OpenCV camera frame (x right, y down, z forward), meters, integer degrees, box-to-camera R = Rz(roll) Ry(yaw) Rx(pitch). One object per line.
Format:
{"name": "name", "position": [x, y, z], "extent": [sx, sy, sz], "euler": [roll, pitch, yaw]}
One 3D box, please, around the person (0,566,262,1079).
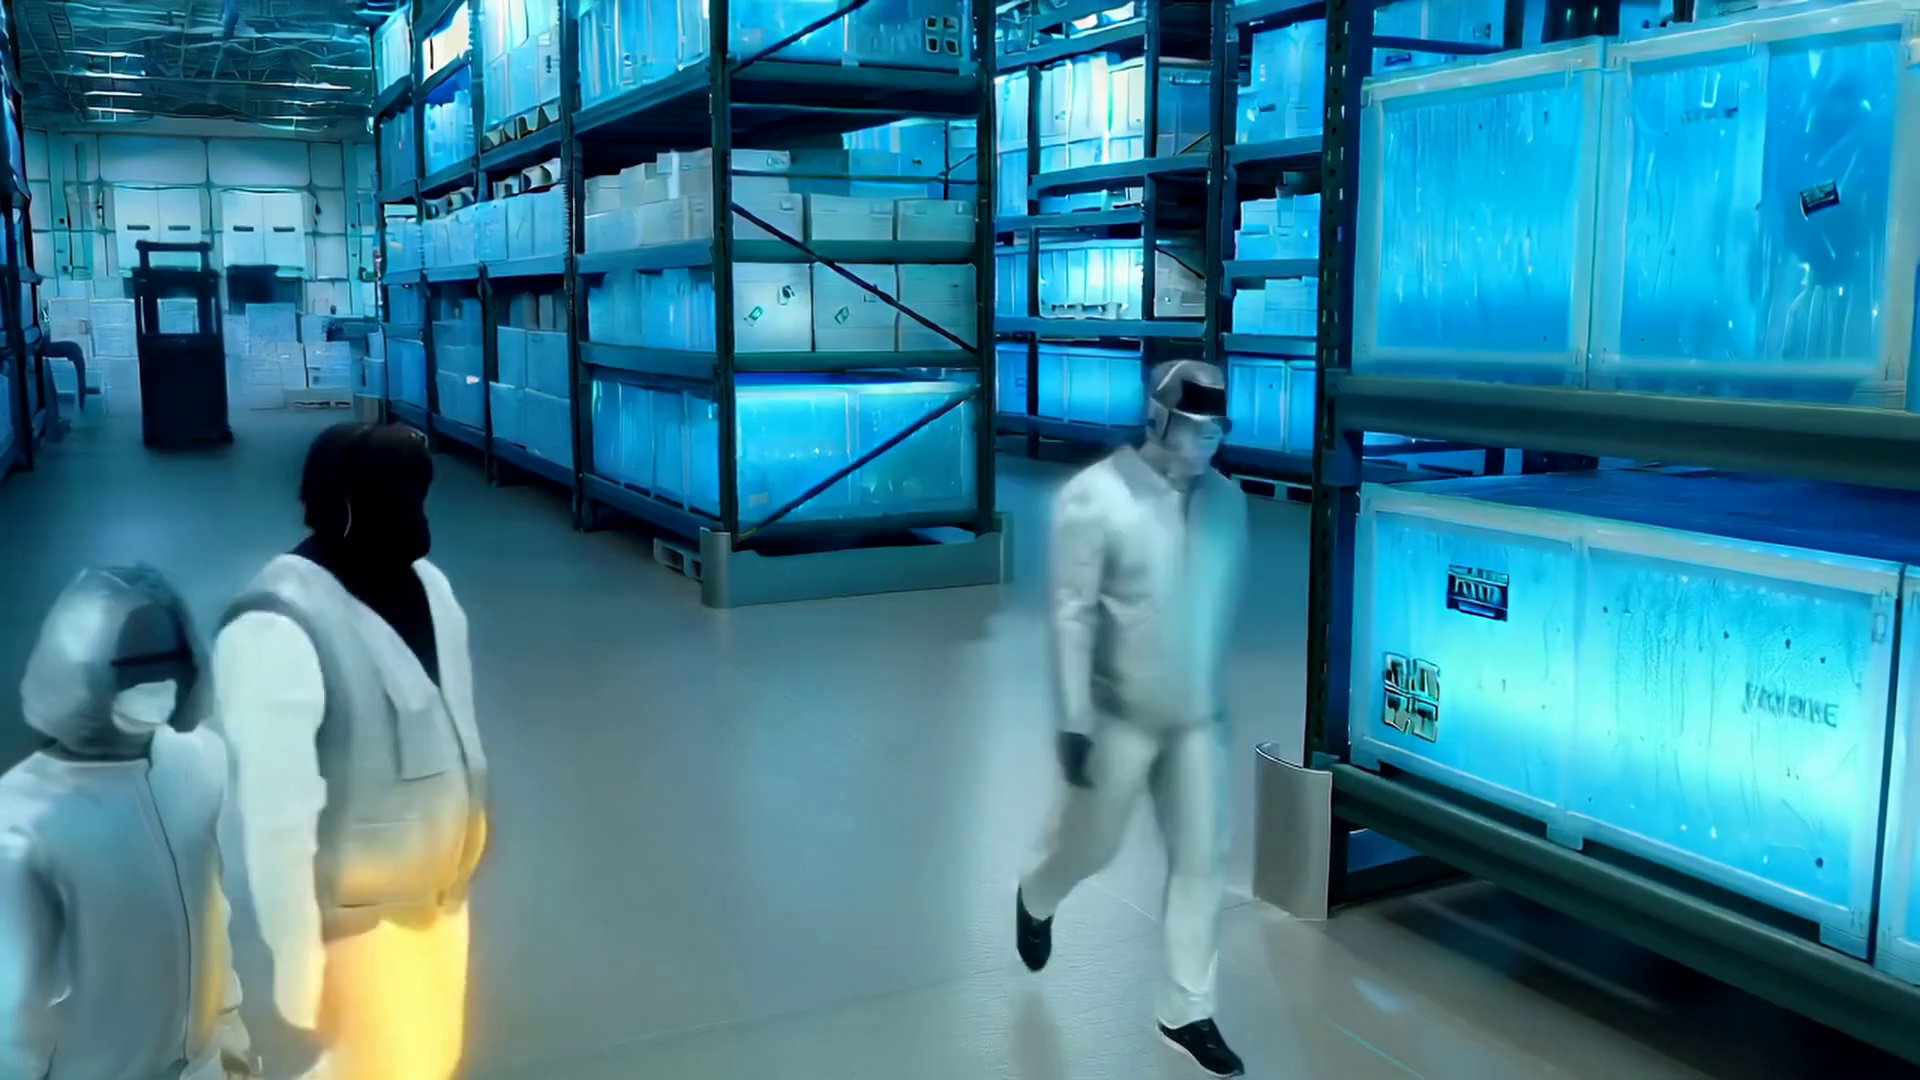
{"name": "person", "position": [-1.254, 0.845, 2.541], "extent": [0.276, 1.631, 0.507], "euler": [2, 8, 11]}

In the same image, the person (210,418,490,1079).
{"name": "person", "position": [-1.196, 0.664, 3.212], "extent": [0.689, 1.811, 0.632], "euler": [2, 8, 13]}

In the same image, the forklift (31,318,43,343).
{"name": "forklift", "position": [-30.587, -7.279, 54.283], "extent": [1.129, 2.768, 1.873], "euler": [-4, 9, -26]}

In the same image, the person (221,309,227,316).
{"name": "person", "position": [-24.786, -6.958, 56.211], "extent": [0.626, 1.682, 0.540], "euler": [3, 9, 23]}

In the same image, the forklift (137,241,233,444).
{"name": "forklift", "position": [-11.065, -2.828, 23.589], "extent": [1.129, 2.768, 1.873], "euler": [-4, 9, -26]}

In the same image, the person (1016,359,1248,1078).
{"name": "person", "position": [0.478, 0.434, 4.569], "extent": [0.651, 1.870, 0.851], "euler": [-4, 9, -23]}

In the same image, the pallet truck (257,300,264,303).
{"name": "pallet truck", "position": [-23.913, -7.404, 58.171], "extent": [1.885, 1.965, 0.823], "euler": [-1, 8, -9]}

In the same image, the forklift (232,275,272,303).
{"name": "forklift", "position": [-17.112, -5.252, 40.304], "extent": [1.129, 2.768, 1.873], "euler": [-4, 9, -26]}
